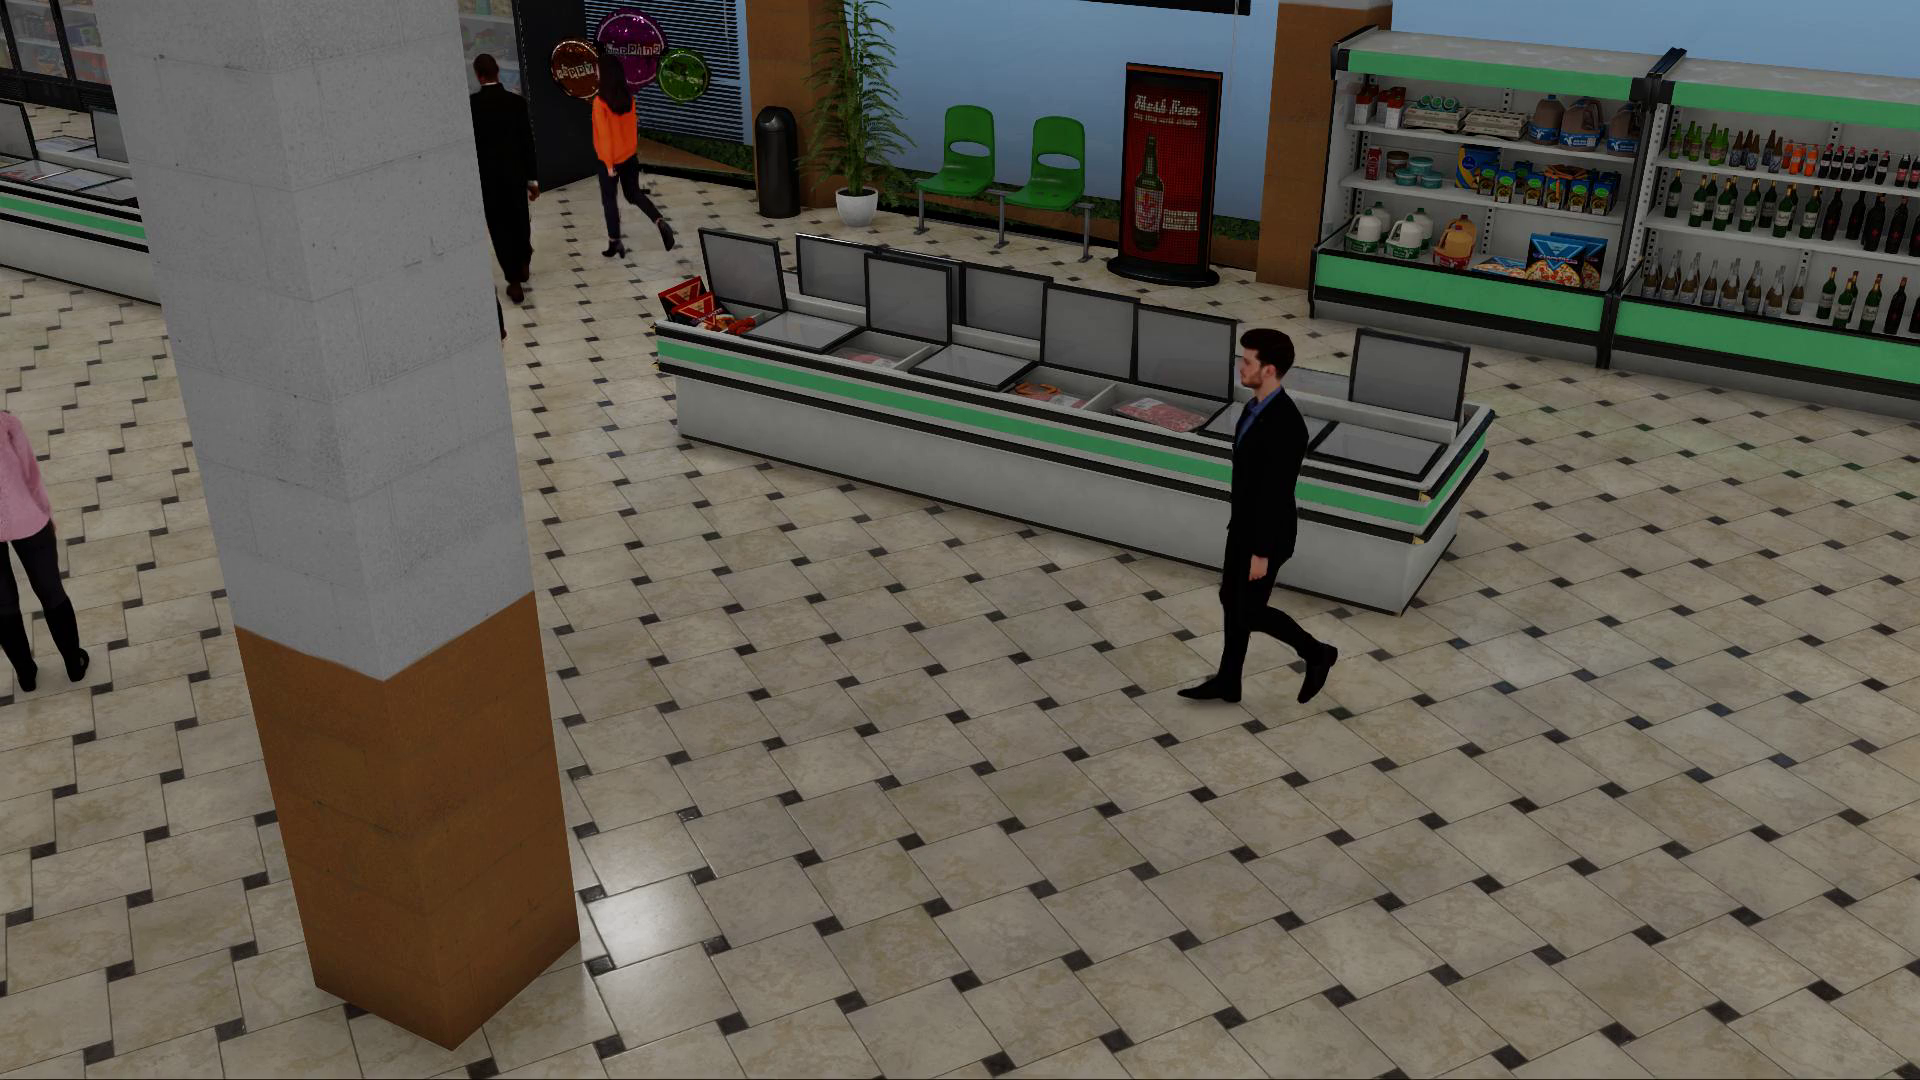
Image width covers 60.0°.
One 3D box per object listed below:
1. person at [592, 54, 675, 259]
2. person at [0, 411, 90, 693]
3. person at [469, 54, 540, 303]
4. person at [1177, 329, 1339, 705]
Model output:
[{"bbox_3d":[-2.776,-3.163,13.887,0.983,1.728,0.638,15,31,27],"label":"person"},{"bbox_3d":[-4.495,-0.050,7.794,0.704,1.687,0.740,-12,29,-22],"label":"person"},{"bbox_3d":[-3.569,-2.792,12.992,0.996,1.877,1.123,-12,29,-22],"label":"person"},{"bbox_3d":[1.434,-0.048,7.584,1.116,1.874,1.010,-2,27,-5],"label":"person"}]
